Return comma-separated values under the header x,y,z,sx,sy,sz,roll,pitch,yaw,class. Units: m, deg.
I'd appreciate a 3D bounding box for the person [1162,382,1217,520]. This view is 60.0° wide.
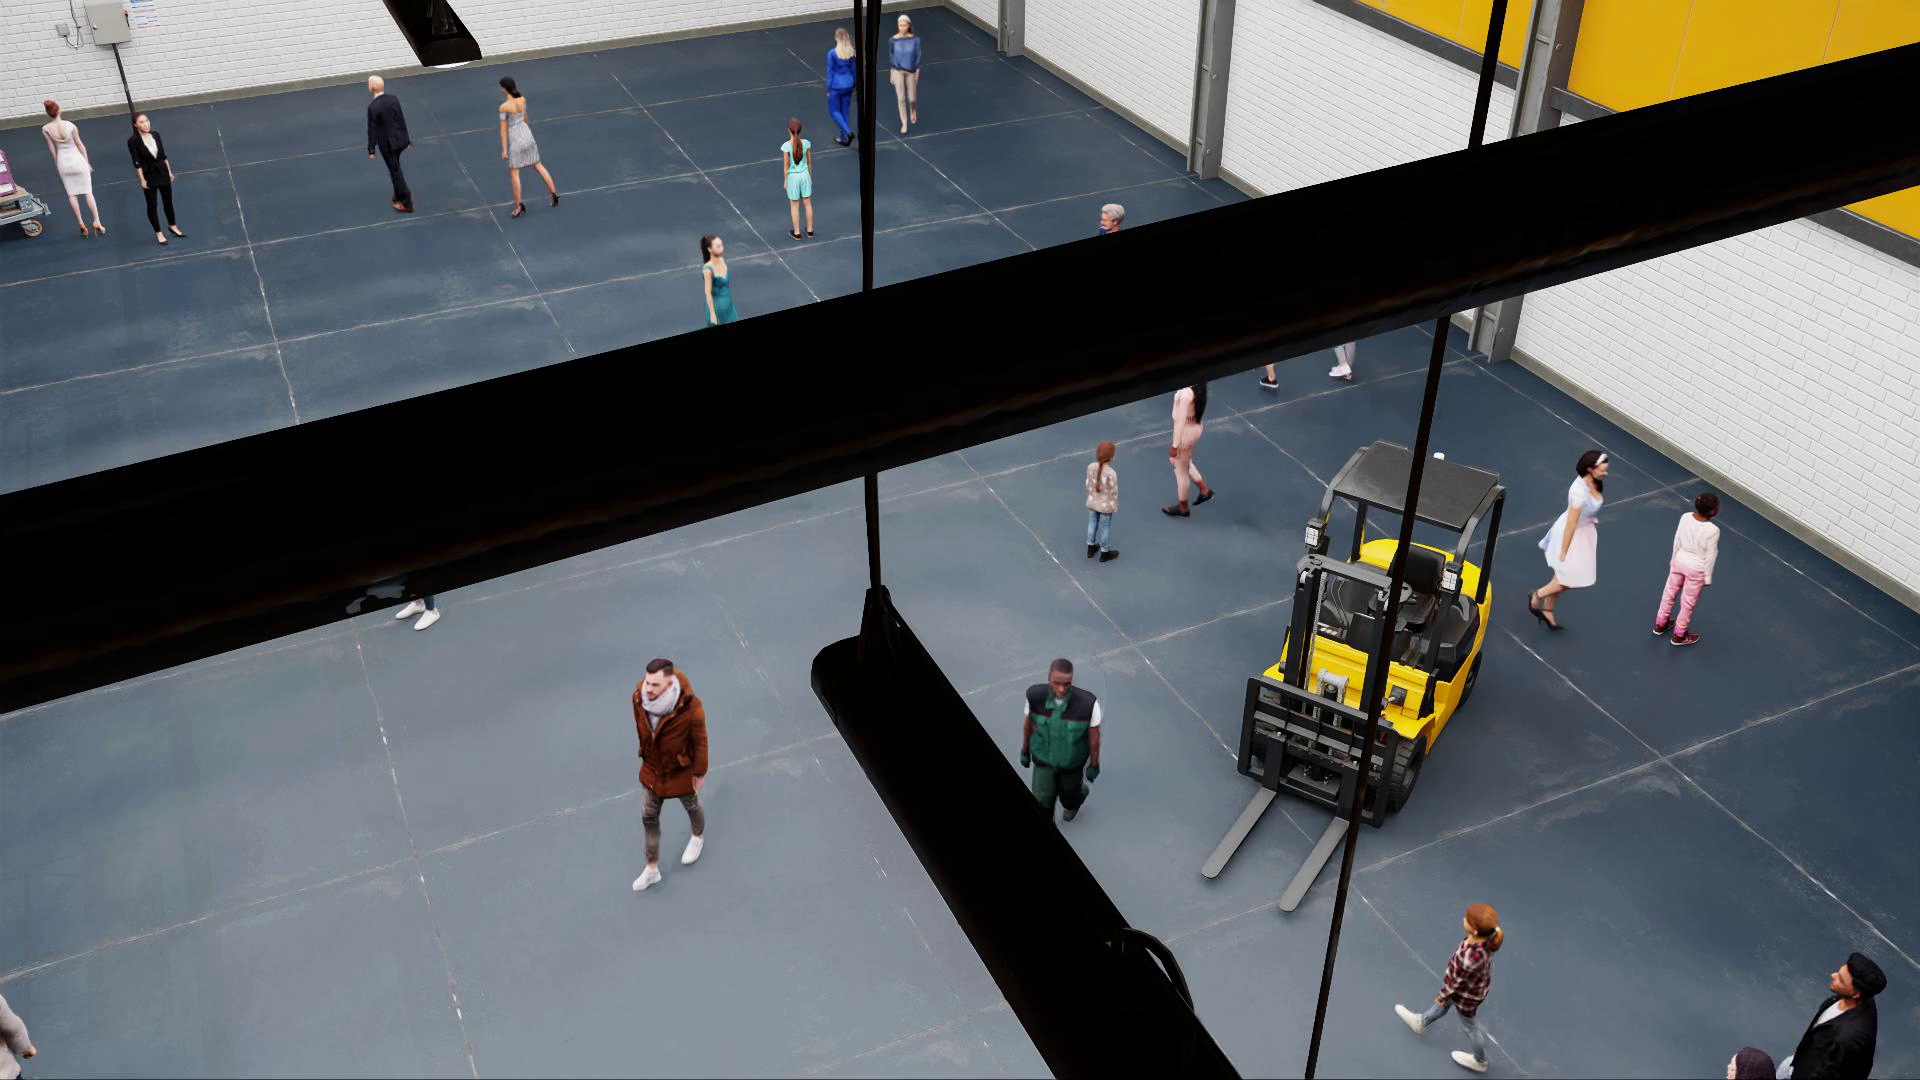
x,y,z,sx,sy,sz,roll,pitch,yaw,class
2.168,-0.939,15.307,0.871,1.712,0.812,10,35,15,person

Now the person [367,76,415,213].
x,y,z,sx,sy,sz,roll,pitch,yaw,class
-7.290,-5.094,21.489,0.950,1.788,0.901,16,37,22,person

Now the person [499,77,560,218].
x,y,z,sx,sy,sz,roll,pitch,yaw,class
-5.675,-5.062,21.427,0.863,1.804,0.878,22,39,29,person

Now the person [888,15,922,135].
x,y,z,sx,sy,sz,roll,pitch,yaw,class
-0.797,-6.768,24.100,0.786,1.686,0.862,2,34,3,person

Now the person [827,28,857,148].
x,y,z,sx,sy,sz,roll,pitch,yaw,class
-1.626,-6.338,23.449,0.726,1.691,0.873,-22,39,-29,person

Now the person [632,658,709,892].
x,y,z,sx,sy,sz,roll,pitch,yaw,class
-1.958,1.512,11.525,1.027,1.816,1.097,10,35,14,person

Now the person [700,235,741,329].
x,y,z,sx,sy,sz,roll,pitch,yaw,class
-2.615,-2.431,17.606,1.085,1.653,0.931,18,38,25,person

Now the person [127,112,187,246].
x,y,z,sx,sy,sz,roll,pitch,yaw,class
-10.056,-4.535,20.764,0.709,1.660,0.686,19,38,26,person

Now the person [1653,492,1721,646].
x,y,z,sx,sy,sz,roll,pitch,yaw,class
6.072,0.211,13.822,0.616,1.441,0.450,-17,37,-23,person

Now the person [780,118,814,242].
x,y,z,sx,sy,sz,roll,pitch,yaw,class
-2.031,-4.536,20.858,0.537,1.558,0.519,-14,36,-20,person

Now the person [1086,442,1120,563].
x,y,z,sx,sy,sz,roll,pitch,yaw,class
1.263,-0.346,14.886,0.516,1.190,0.612,24,40,31,person

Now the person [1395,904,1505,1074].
x,y,z,sx,sy,sz,roll,pitch,yaw,class
3.153,2.761,10.138,0.955,1.273,0.802,21,39,28,person

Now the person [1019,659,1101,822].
x,y,z,sx,sy,sz,roll,pitch,yaw,class
0.714,1.473,11.597,1.174,1.802,1.298,8,34,12,person

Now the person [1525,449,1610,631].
x,y,z,sx,sy,sz,roll,pitch,yaw,class
4.986,0.020,13.787,0.941,1.798,0.878,18,38,25,person

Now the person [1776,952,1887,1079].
x,y,z,sx,sy,sz,roll,pitch,yaw,class
4.903,3.047,9.252,1.261,1.777,1.140,15,37,22,person

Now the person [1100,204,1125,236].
x,y,z,sx,sy,sz,roll,pitch,yaw,class
1.624,-2.792,17.987,0.730,1.831,0.546,-21,39,-28,person

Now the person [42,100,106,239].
x,y,z,sx,sy,sz,roll,pitch,yaw,class
-11.125,-4.657,20.831,0.609,1.790,0.550,-7,34,-10,person
